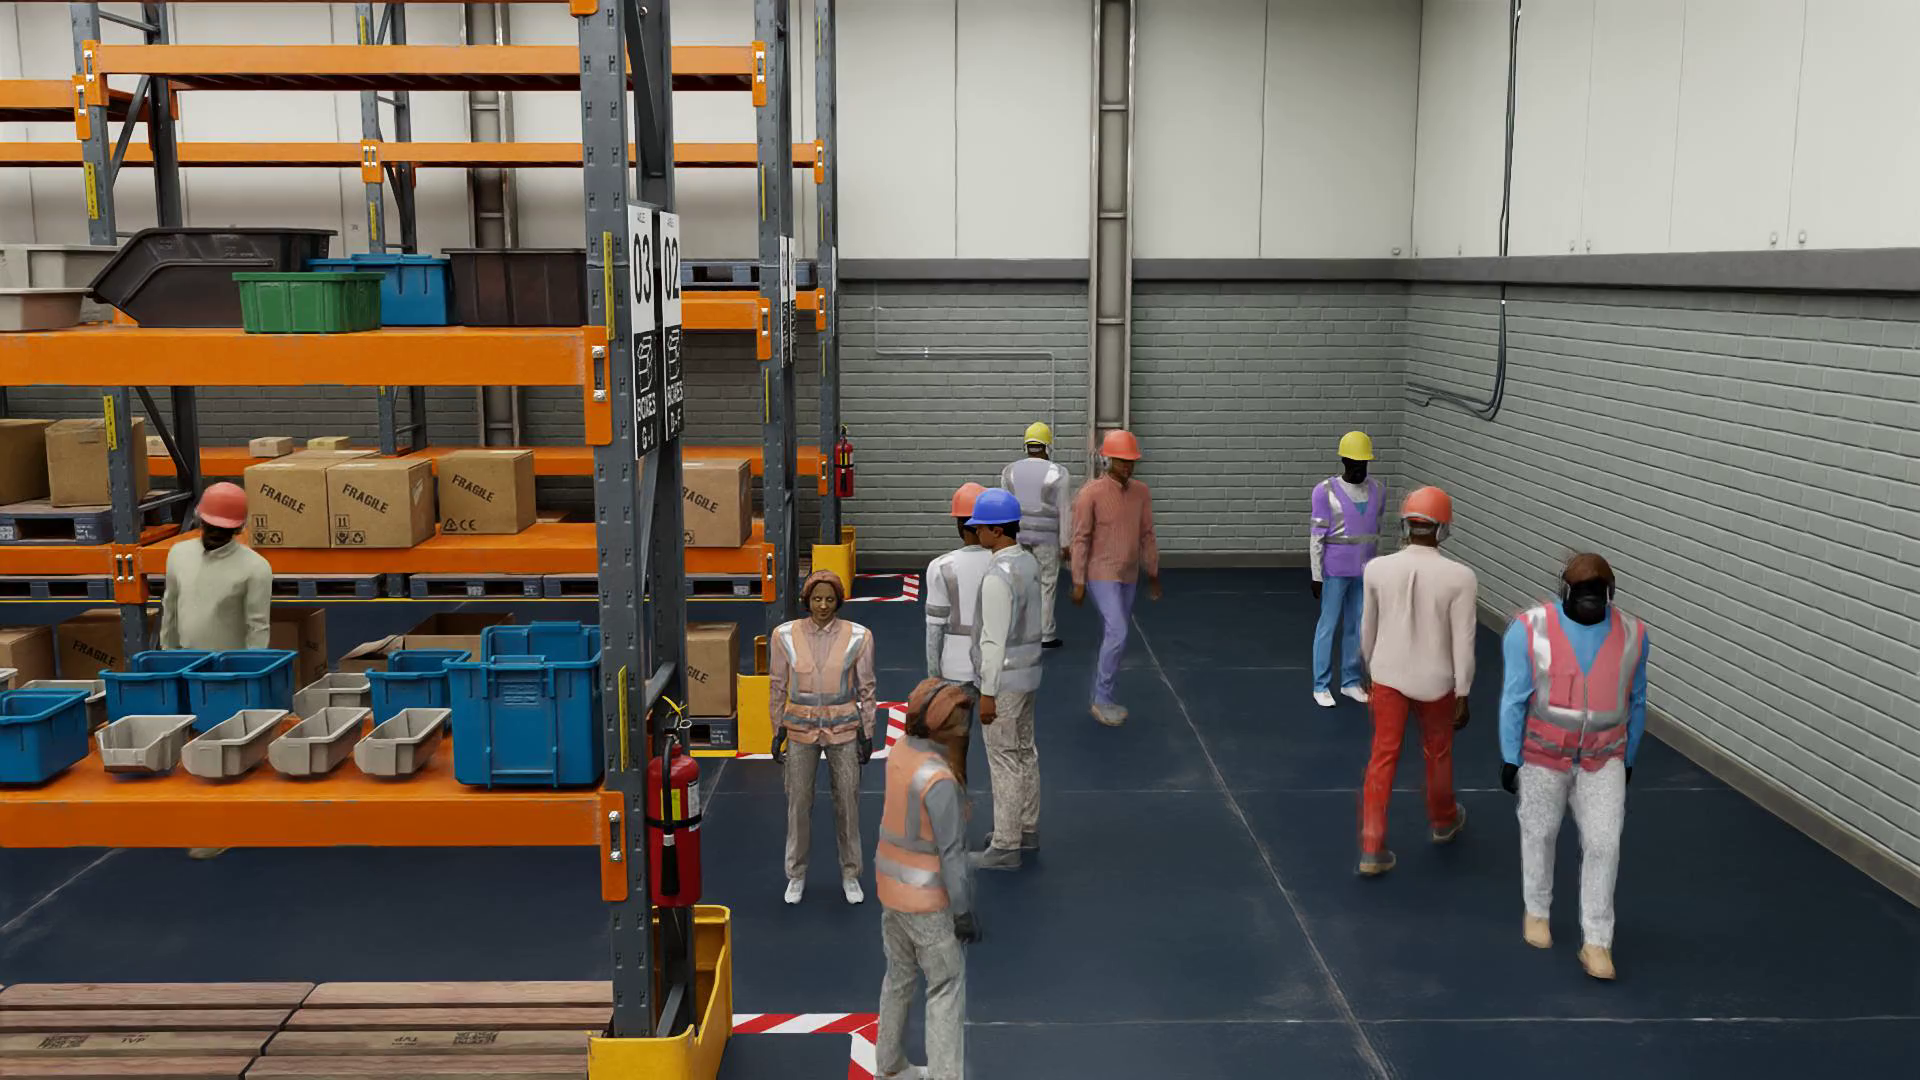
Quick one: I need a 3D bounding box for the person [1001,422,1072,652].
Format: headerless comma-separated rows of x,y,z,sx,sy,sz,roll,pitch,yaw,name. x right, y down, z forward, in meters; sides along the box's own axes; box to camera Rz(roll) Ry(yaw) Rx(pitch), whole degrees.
0.612,-0.027,13.296,0.605,1.821,0.409,5,11,30,person

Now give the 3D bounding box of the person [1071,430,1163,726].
1.081,0.251,11.098,0.616,1.973,0.614,-8,12,-41,person

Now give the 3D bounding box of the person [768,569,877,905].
-0.652,0.940,7.925,0.514,1.633,0.317,0,9,-1,person

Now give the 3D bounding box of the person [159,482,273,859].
-3.834,0.666,8.609,0.669,1.966,0.486,3,10,16,person

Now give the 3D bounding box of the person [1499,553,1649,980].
2.663,0.965,7.218,0.641,1.816,0.792,2,9,10,person

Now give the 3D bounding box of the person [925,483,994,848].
0.081,0.662,8.723,0.547,1.929,0.387,-2,9,-9,person

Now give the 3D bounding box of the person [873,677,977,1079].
-0.140,1.277,5.940,0.330,1.609,0.556,-4,10,-25,person

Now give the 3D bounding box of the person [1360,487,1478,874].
2.342,0.692,8.511,0.627,1.939,1.043,6,11,32,person

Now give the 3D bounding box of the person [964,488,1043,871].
0.223,0.699,8.457,0.412,1.938,0.611,3,10,18,person

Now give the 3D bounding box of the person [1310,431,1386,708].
2.706,0.201,11.542,0.594,1.924,0.382,-4,10,-22,person
